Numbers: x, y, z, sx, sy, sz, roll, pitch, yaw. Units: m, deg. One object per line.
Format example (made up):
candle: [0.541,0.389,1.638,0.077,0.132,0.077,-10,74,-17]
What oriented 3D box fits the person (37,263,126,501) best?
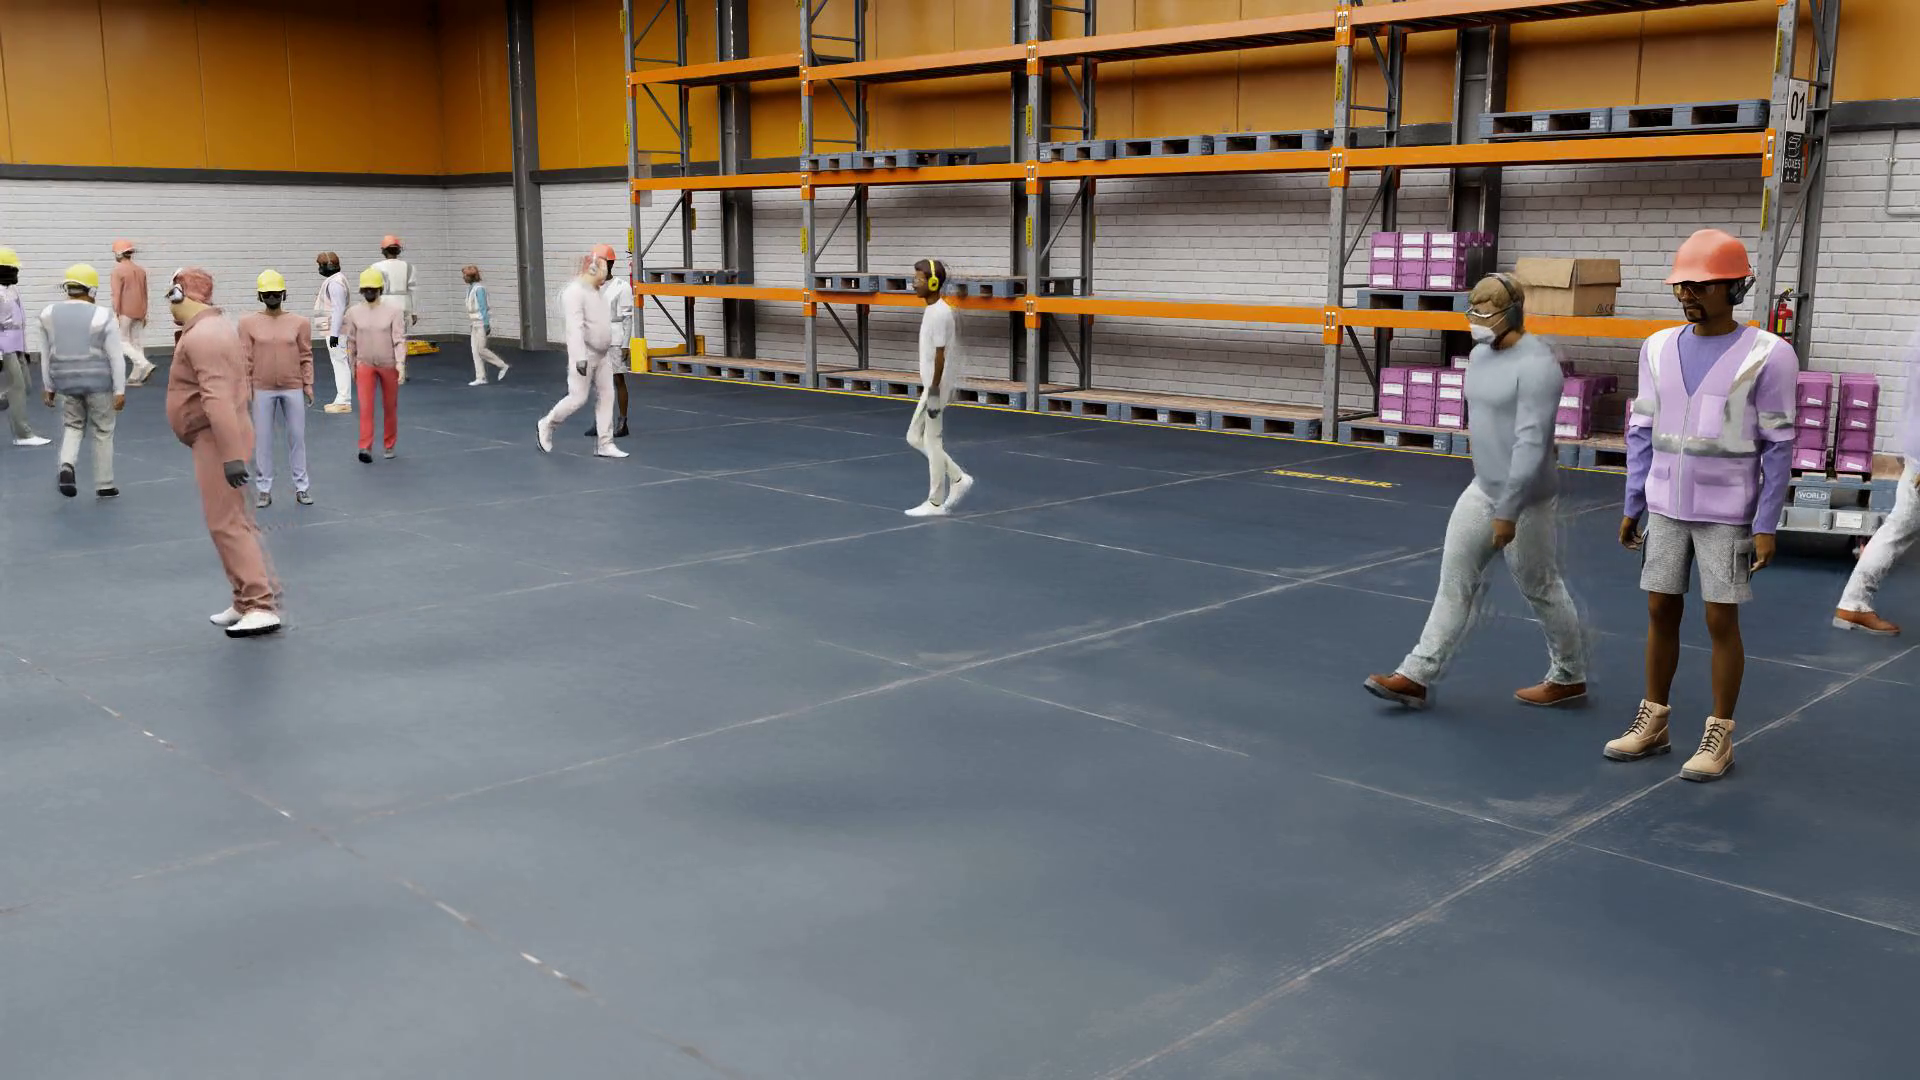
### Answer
person: [-6.626,-1.177,12.572,0.613,1.815,0.510,-1,10,-6]

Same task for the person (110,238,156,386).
person: [-11.088,-3.039,22.275,0.513,1.981,0.643,2,11,13]

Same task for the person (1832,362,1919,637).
person: [4.909,-0.410,8.217,0.973,1.882,0.640,5,12,28]

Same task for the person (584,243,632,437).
person: [-3.556,-2.001,16.735,0.543,1.939,0.355,4,11,19]

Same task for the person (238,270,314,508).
person: [-5.099,-1.127,12.441,0.522,1.769,0.311,-5,12,-26]

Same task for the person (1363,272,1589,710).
person: [2.256,-0.178,6.982,1.023,1.866,0.679,-2,11,-11]

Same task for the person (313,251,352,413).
person: [-7.166,-2.374,19.049,0.429,1.840,0.624,-4,11,-20]

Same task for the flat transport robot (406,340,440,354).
flat transport robot: [-9.684,-3.295,28.342,1.431,0.197,0.652,3,11,16]

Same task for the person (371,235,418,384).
person: [-7.830,-3.159,22.832,0.792,2.021,0.619,10,14,43]

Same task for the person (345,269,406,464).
person: [-5.190,-1.537,14.800,0.529,1.715,0.912,-2,11,-11]

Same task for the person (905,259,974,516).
person: [-0.182,-1.085,11.960,0.439,1.857,0.553,-1,10,-7]

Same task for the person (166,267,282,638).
person: [-3.774,-0.451,8.494,0.485,1.863,0.750,-4,11,-20]

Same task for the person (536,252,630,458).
person: [-3.449,-1.682,15.187,0.816,1.873,0.663,4,11,21]

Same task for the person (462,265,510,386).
person: [-6.424,-2.891,22.439,0.473,1.618,0.541,-7,12,-33]

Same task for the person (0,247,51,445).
person: [-9.181,-1.845,15.962,0.639,1.912,0.607,-2,11,-9]

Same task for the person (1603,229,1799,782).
person: [2.738,-0.120,6.192,0.391,2.040,0.615,-8,13,-36]
